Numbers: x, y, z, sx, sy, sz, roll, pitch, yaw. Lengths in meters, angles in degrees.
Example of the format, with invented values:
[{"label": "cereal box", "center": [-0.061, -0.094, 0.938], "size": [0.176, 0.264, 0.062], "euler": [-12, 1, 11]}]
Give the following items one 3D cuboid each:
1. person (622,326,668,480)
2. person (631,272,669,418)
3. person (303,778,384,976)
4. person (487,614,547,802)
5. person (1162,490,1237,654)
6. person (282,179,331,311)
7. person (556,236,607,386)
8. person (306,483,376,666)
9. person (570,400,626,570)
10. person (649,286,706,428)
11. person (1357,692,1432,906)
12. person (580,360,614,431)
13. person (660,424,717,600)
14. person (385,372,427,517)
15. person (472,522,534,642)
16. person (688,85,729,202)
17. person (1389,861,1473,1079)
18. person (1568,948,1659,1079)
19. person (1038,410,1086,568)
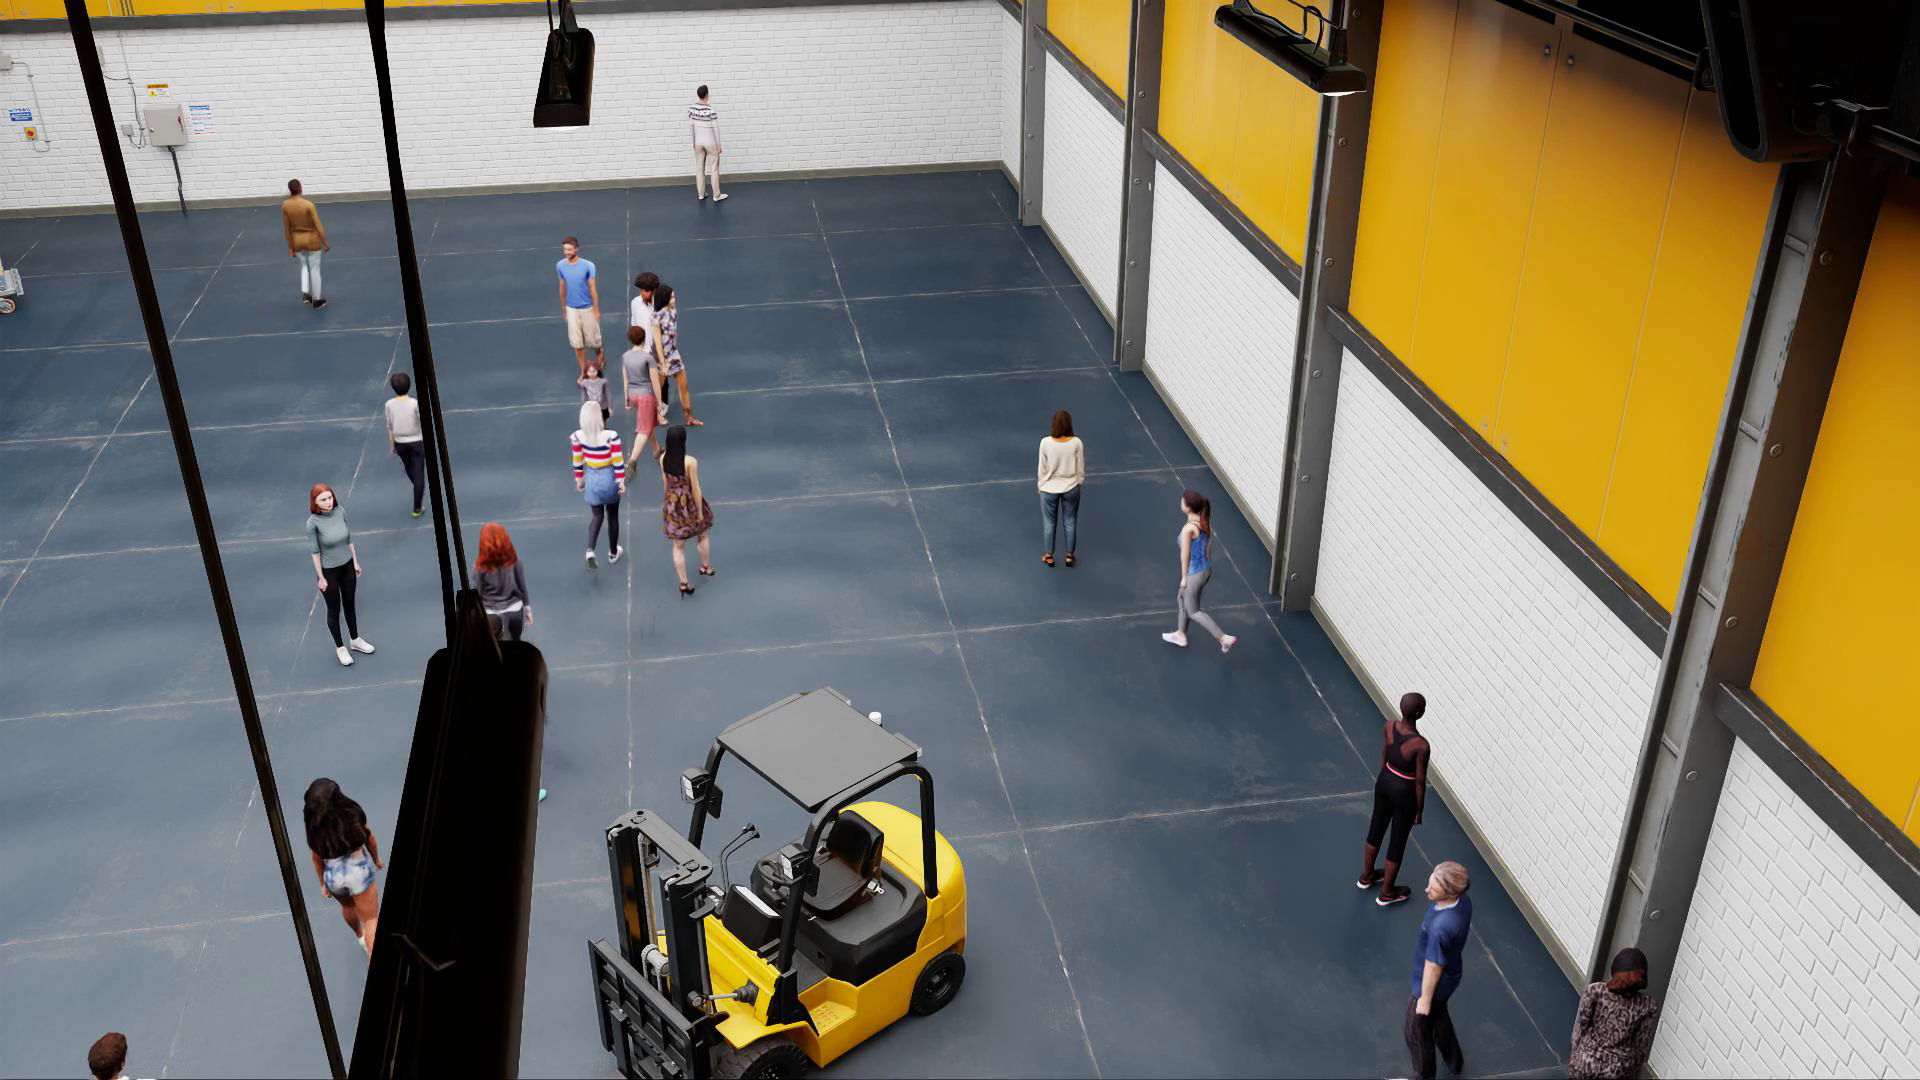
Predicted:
[{"label": "person", "center": [-3.526, -1.491, 18.222], "size": [0.992, 1.616, 1.207], "euler": [13, 31, 23]}, {"label": "person", "center": [-3.591, -2.327, 19.570], "size": [0.822, 1.793, 0.867], "euler": [7, 29, 12]}, {"label": "person", "center": [-4.105, 2.341, 11.218], "size": [0.641, 1.595, 1.043], "euler": [-8, 30, -14]}, {"label": "person", "center": [-3.562, 1.322, 12.953], "size": [0.661, 1.722, 0.714], "euler": [16, 33, 27]}, {"label": "person", "center": [2.170, 0.344, 14.897], "size": [1.020, 1.578, 0.971], "euler": [19, 34, 31]}, {"label": "person", "center": [-8.910, -3.990, 22.602], "size": [0.728, 1.808, 0.723], "euler": [2, 29, 4]}, {"label": "person", "center": [-4.653, -2.878, 20.514], "size": [0.798, 1.855, 0.919], "euler": [3, 29, 6]}, {"label": "person", "center": [-5.561, 0.280, 14.843], "size": [0.729, 1.743, 0.670], "euler": [19, 34, 30]}, {"label": "person", "center": [-3.528, -0.510, 16.237], "size": [0.829, 1.794, 1.007], "euler": [4, 29, 8]}, {"label": "person", "center": [-3.481, -2.120, 19.285], "size": [1.069, 1.701, 1.002], "euler": [21, 35, 33]}, {"label": "person", "center": [3.132, 1.836, 11.976], "size": [0.710, 1.756, 0.604], "euler": [-19, 34, -30]}, {"label": "person", "center": [-4.117, -1.548, 18.890], "size": [0.503, 1.076, 0.759], "euler": [-7, 29, -12]}, {"label": "person", "center": [-2.658, -0.236, 15.772], "size": [0.851, 1.758, 0.973], "euler": [10, 30, 17]}, {"label": "person", "center": [-5.762, -0.969, 17.359], "size": [0.678, 1.527, 0.974], "euler": [0, 29, 0]}, {"label": "person", "center": [-3.829, 0.719, 14.053], "size": [0.887, 1.729, 1.205], "euler": [-17, 33, -28]}, {"label": "person", "center": [-4.137, -6.466, 27.085], "size": [0.768, 1.861, 0.761], "euler": [10, 30, 18]}, {"label": "person", "center": [2.977, 2.707, 10.280], "size": [0.969, 1.852, 0.868], "euler": [20, 34, 32]}, {"label": "person", "center": [3.772, 3.074, 9.749], "size": [0.657, 1.715, 0.691], "euler": [10, 30, 18]}, {"label": "person", "center": [0.986, -0.507, 16.348], "size": [0.652, 1.683, 0.595], "euler": [0, 29, 0]}]
